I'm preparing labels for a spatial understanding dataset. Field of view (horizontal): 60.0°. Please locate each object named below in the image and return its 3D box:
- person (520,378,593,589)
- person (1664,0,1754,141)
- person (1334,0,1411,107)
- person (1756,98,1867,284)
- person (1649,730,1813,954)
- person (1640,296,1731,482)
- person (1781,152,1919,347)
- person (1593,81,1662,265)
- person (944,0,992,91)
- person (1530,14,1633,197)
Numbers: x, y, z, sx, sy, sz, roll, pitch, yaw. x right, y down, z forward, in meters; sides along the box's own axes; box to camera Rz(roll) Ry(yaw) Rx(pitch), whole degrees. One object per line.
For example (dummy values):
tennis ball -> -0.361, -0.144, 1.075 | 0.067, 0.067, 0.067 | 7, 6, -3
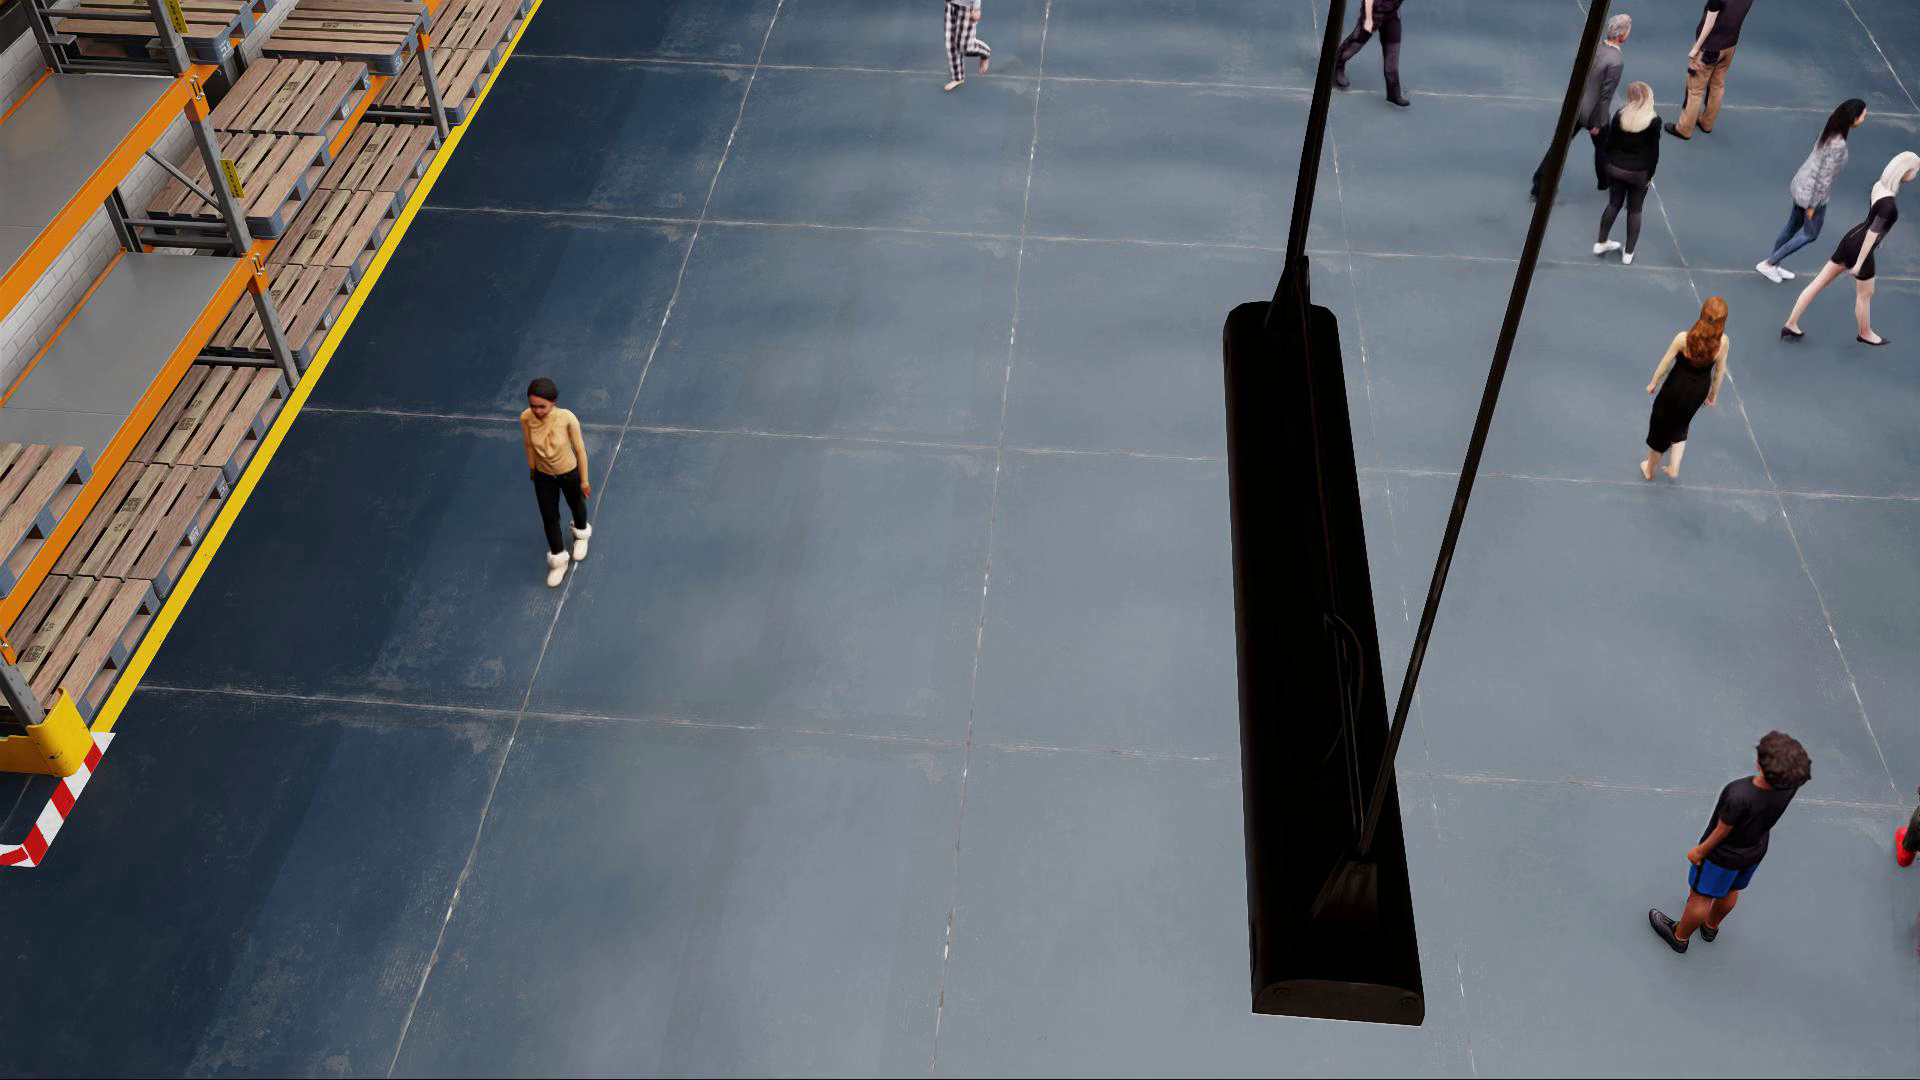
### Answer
person -> -2.801, -0.525, 11.696 | 0.637, 1.645, 0.845 | 2, 44, 2
person -> 7.274, -4.754, 15.993 | 0.775, 1.841, 0.775 | -18, 47, -18
person -> 4.109, -5.288, 16.583 | 1.224, 1.801, 1.324 | -26, 50, -25
person -> 7.184, -2.986, 14.232 | 0.696, 1.711, 0.612 | 9, 44, 9
person -> 4.312, 1.693, 9.253 | 0.696, 1.804, 0.722 | -14, 45, -14
person -> 5.348, -1.033, 12.254 | 0.618, 1.612, 0.644 | 0, 44, 0
person -> 7.172, -2.324, 13.480 | 0.659, 1.790, 0.995 | 0, 44, 0
person -> 5.736, -3.165, 14.472 | 0.794, 1.639, 0.785 | -30, 51, -28
person -> 0.078, -5.435, 16.718 | 0.866, 1.828, 0.949 | 31, 52, 29
person -> 5.657, -3.896, 15.129 | 1.116, 1.791, 1.246 | -13, 45, -14
